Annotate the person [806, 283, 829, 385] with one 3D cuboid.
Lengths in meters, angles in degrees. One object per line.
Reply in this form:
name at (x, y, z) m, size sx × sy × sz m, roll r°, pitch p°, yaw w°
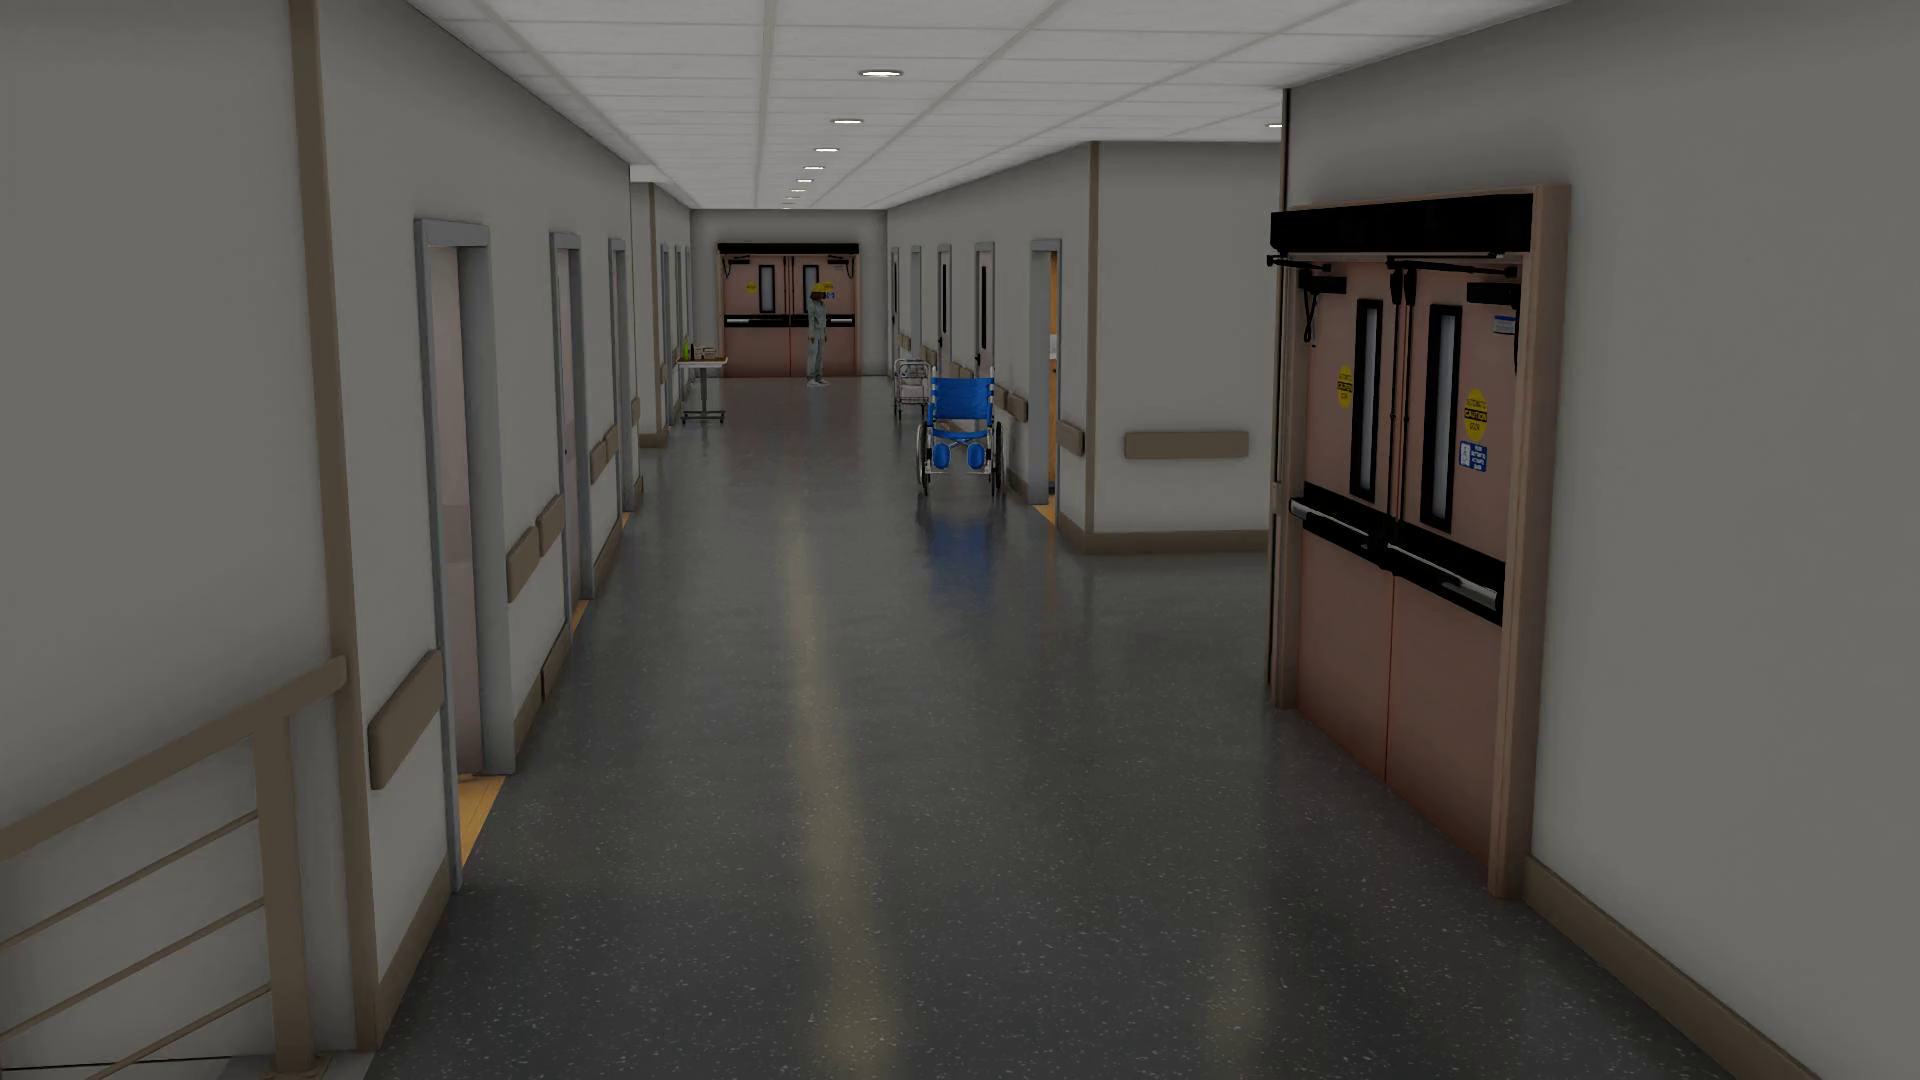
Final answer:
person at (-2.412, -3.500, 28.313) m, size 0.348 × 1.735 × 0.485 m, roll 5°, pitch 11°, yaw 25°
